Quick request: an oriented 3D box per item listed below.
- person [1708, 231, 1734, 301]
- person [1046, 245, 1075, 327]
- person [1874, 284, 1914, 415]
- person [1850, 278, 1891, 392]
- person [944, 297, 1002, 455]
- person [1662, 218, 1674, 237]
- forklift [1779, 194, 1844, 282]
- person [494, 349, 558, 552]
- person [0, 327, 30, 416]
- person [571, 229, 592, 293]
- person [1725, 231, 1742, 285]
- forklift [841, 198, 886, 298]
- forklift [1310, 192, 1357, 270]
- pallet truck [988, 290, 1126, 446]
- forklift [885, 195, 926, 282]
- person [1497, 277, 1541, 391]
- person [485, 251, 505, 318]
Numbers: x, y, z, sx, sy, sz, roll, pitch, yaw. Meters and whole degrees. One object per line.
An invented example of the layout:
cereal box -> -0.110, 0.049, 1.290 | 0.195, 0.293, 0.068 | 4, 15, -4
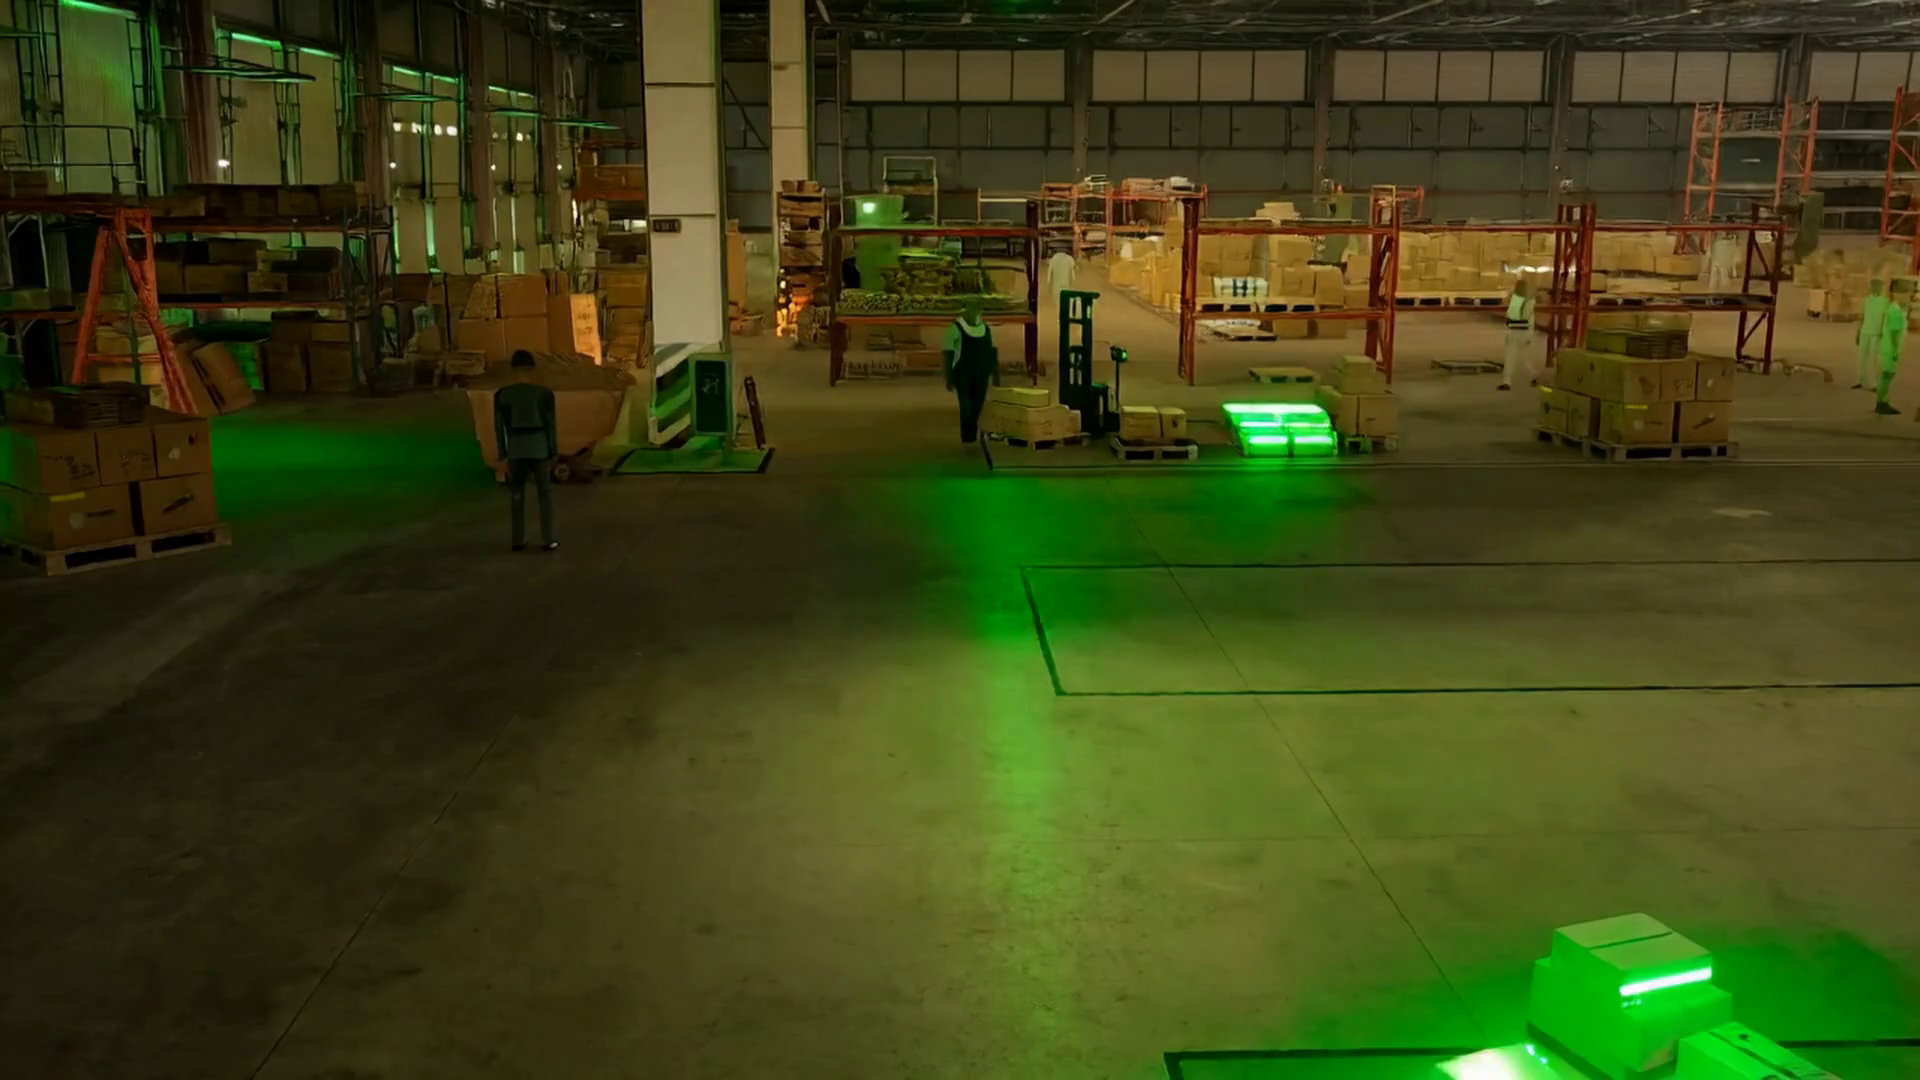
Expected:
person -> 21.102, -7.598, 46.174 | 0.635, 1.935, 0.354 | 8, 15, 34
person -> 2.333, -5.936, 38.810 | 0.655, 1.880, 1.051 | -3, 13, -14
person -> 13.835, -2.825, 24.637 | 0.365, 1.932, 0.543 | 5, 13, 20
person -> 14.926, -3.358, 27.221 | 0.325, 1.860, 0.507 | -7, 14, -27
person -> 0.220, -2.114, 21.177 | 0.682, 2.000, 0.917 | -7, 14, -28
person -> 23.832, -9.871, 56.303 | 0.613, 1.995, 0.390 | -1, 13, -3
forklift -> 27.523, -9.761, 53.794 | 1.873, 2.768, 1.129 | 3, 13, 14
person -> -4.072, -0.839, 15.713 | 0.582, 1.919, 0.401 | 0, 12, 0
person -> -10.573, -1.437, 18.520 | 0.309, 1.864, 0.535 | 4, 13, 19
person -> -11.124, -8.215, 49.061 | 0.603, 1.885, 0.911 | 2, 13, 8
person -> 24.665, -9.097, 53.046 | 0.568, 1.884, 1.008 | -1, 13, -3
forklift -> -2.541, -8.292, 47.160 | 1.129, 2.768, 1.873 | -12, 17, -42
forklift -> 13.718, -11.101, 59.844 | 1.873, 2.768, 1.129 | 0, 12, -2
pallet truck -> 1.257, -2.299, 22.111 | 1.885, 1.965, 0.823 | -9, 15, -35
forklift -> -2.120, -9.692, 53.479 | 1.873, 2.768, 1.129 | -7, 14, -28
person -> 9.202, -3.373, 27.272 | 0.712, 1.864, 0.583 | -6, 14, -25
person -> -11.471, -6.270, 40.877 | 0.523, 1.631, 0.323 | 11, 16, 40
